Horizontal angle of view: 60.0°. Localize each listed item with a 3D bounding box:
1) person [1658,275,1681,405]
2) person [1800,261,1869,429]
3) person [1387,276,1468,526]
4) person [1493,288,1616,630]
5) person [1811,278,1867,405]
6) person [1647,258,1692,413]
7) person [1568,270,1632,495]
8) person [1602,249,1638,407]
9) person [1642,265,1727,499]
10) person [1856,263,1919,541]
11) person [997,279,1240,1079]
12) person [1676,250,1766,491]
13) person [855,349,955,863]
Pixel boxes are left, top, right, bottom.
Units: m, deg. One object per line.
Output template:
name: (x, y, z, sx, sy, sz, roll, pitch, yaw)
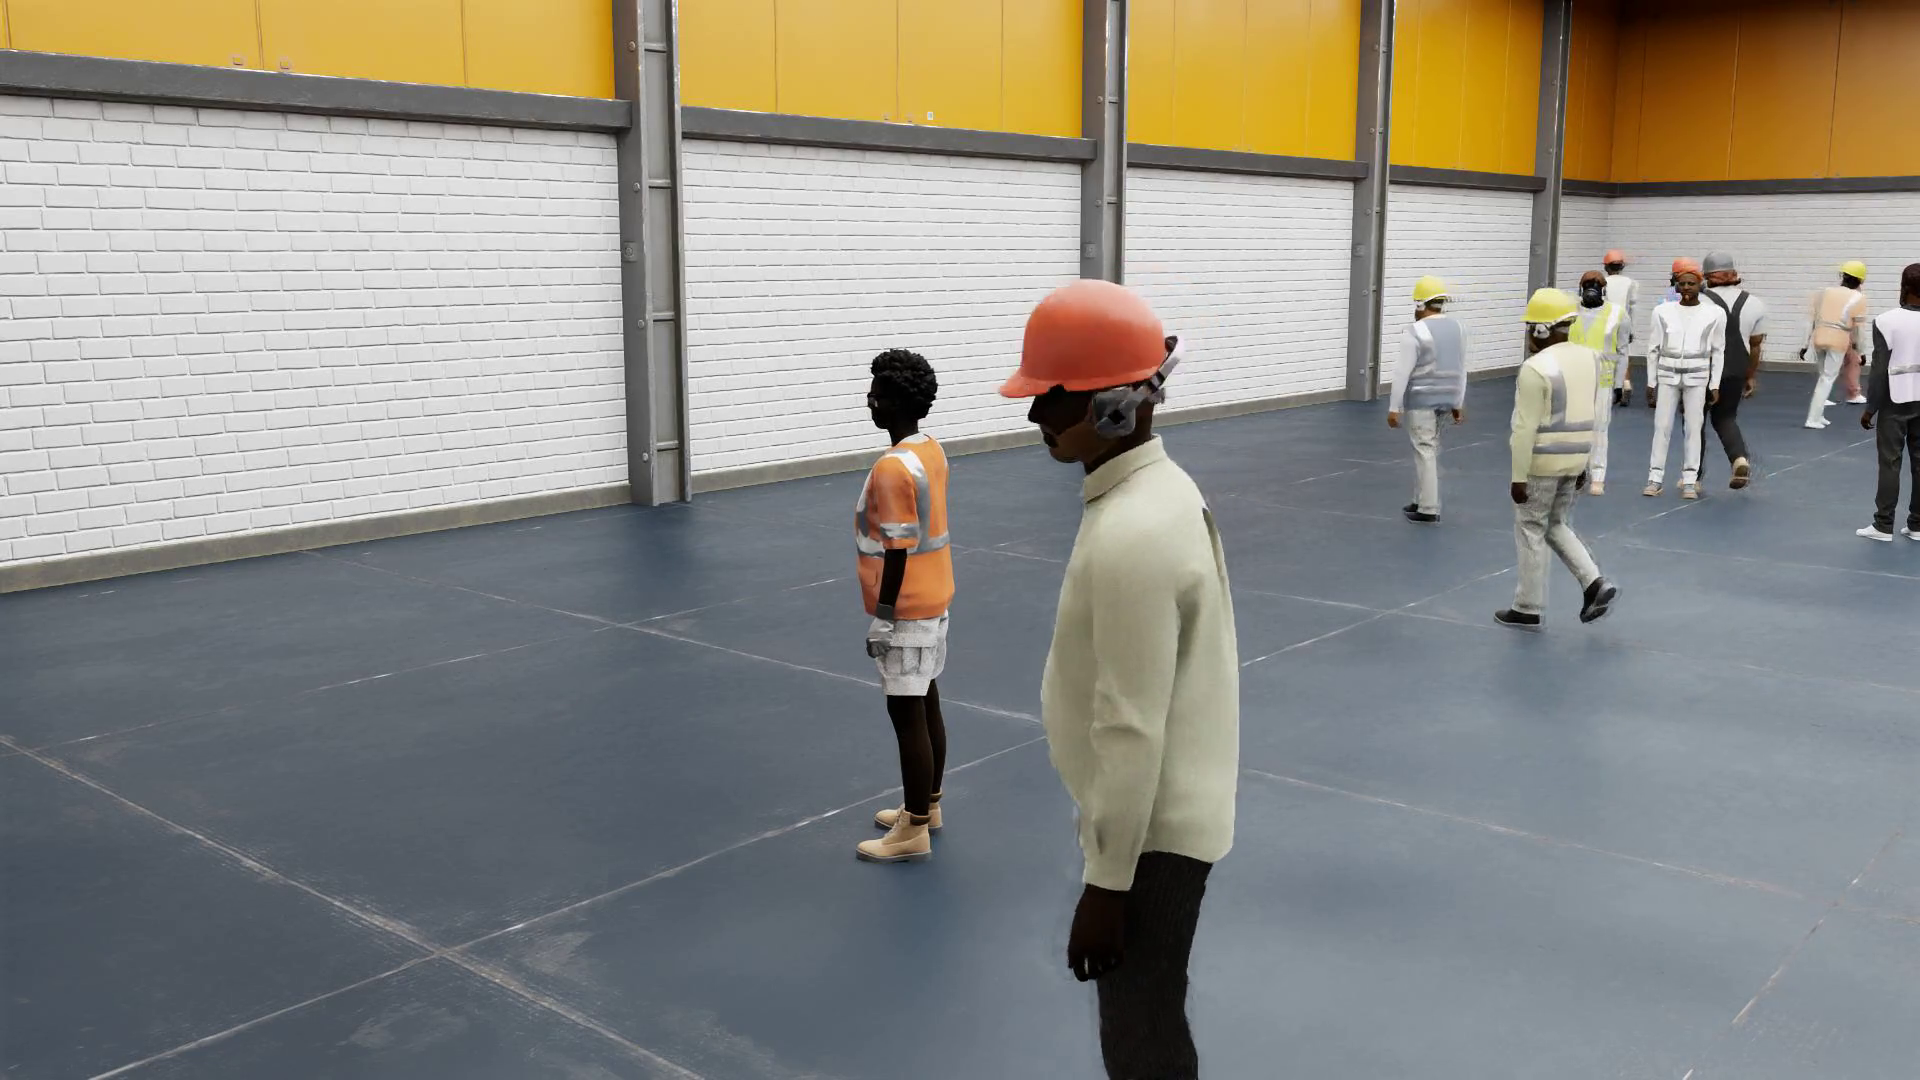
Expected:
person: (9.179, -2.562, 21.347, 0.536, 1.696, 0.322, -1, 10, -5)
person: (9.780, -2.169, 18.604, 0.648, 1.868, 0.620, -6, 12, -30)
person: (3.358, -1.023, 12.230, 0.620, 1.815, 0.610, -6, 12, -31)
person: (3.118, -0.402, 8.698, 0.615, 1.816, 0.537, -7, 12, -34)
person: (11.346, -2.611, 21.213, 0.784, 1.852, 0.722, 7, 12, 33)
person: (8.837, -2.507, 20.465, 0.584, 1.889, 0.915, -1, 10, -8)
person: (5.156, -1.290, 13.703, 0.633, 1.845, 0.429, 6, 11, 29)
person: (8.429, -2.729, 21.415, 0.620, 2.020, 0.929, 1, 10, 3)
person: (5.869, -1.276, 13.496, 0.575, 1.882, 0.360, 6, 12, 30)
person: (6.548, -0.943, 11.492, 0.593, 1.922, 0.391, 0, 10, -3)
person: (0.311, 0.511, 3.116, 0.478, 1.966, 0.708, 2, 10, 9)
person: (6.233, -1.398, 13.740, 0.688, 2.000, 0.646, 0, 10, -2)
person: (-0.185, 0.218, 5.521, 0.318, 1.697, 0.534, 2, 10, 11)
